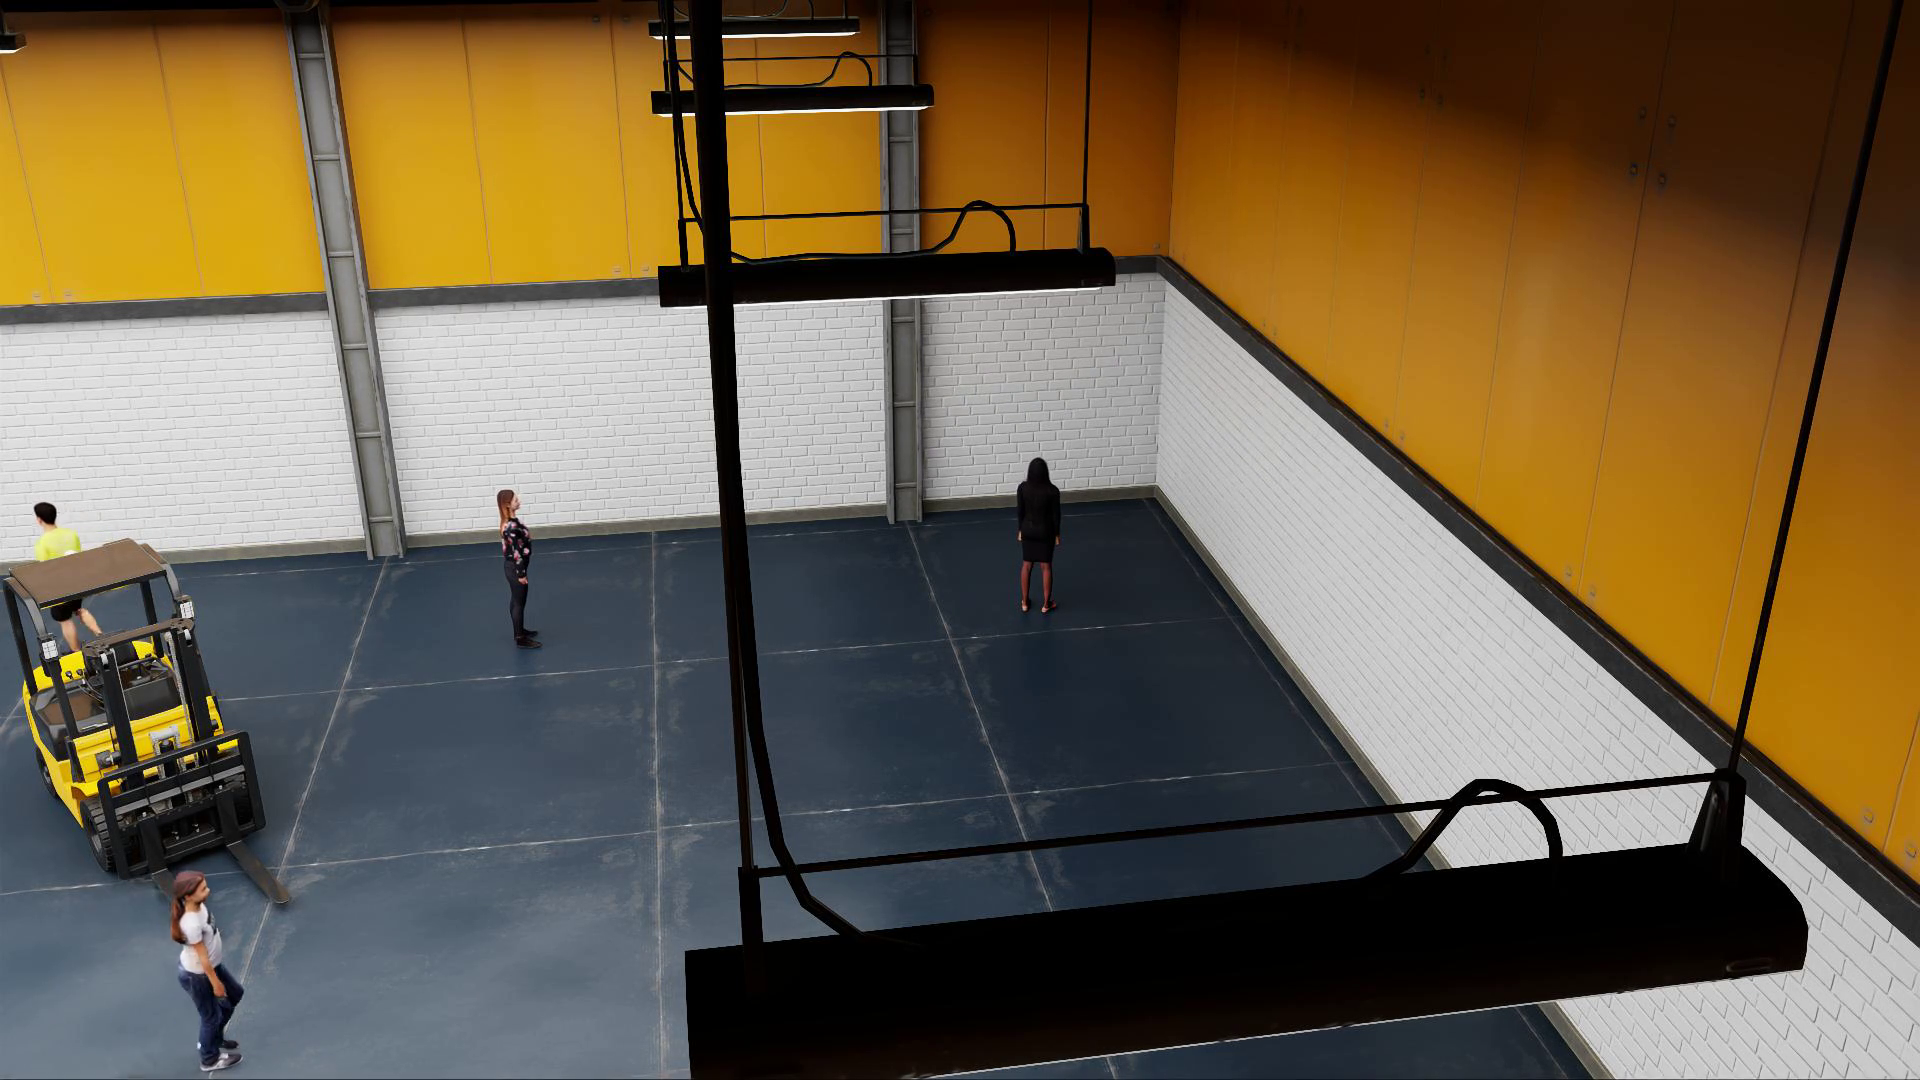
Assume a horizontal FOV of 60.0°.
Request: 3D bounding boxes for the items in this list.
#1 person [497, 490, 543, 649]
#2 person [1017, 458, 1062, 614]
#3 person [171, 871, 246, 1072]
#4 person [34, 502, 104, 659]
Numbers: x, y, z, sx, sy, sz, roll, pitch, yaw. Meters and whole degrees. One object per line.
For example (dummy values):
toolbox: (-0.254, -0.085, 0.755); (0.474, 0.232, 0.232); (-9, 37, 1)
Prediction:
person: (-4.470, 0.274, 16.736); (0.548, 1.684, 0.602); (-8, 25, -17)
person: (0.820, -0.065, 17.469); (0.601, 1.719, 0.744); (7, 24, 15)
person: (-5.079, 2.859, 10.994); (0.636, 1.548, 0.614); (-9, 25, -20)
person: (-8.740, 0.444, 16.332); (0.911, 1.697, 0.824); (9, 25, 20)
